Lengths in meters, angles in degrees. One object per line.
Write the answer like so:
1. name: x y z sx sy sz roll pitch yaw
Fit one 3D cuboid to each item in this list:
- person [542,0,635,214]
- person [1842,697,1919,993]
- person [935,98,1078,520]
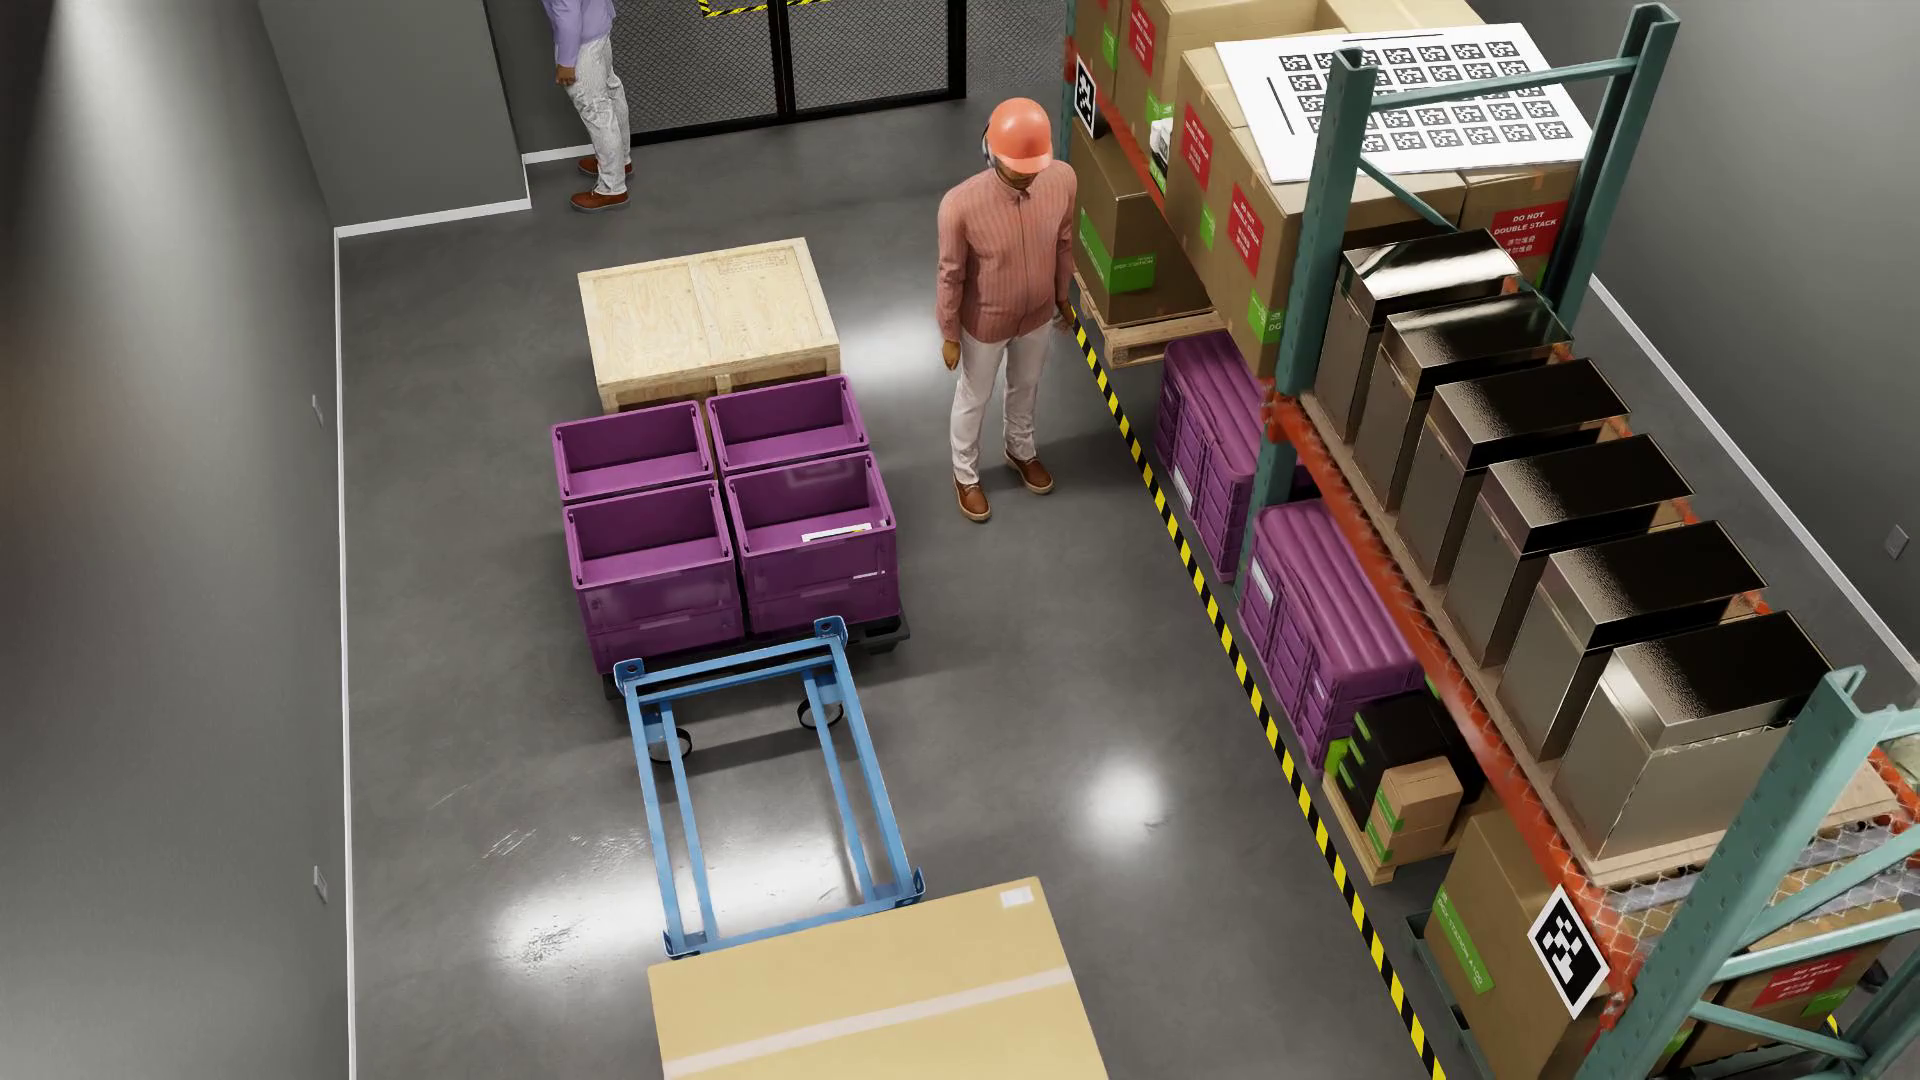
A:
1. person: -1.883 -2.515 8.198 0.372 1.938 0.631 0 47 0
2. person: 3.123 0.757 5.270 0.611 1.820 0.517 -12 49 -11
3. person: 0.200 -0.907 6.683 0.623 1.989 0.400 -22 51 -19
